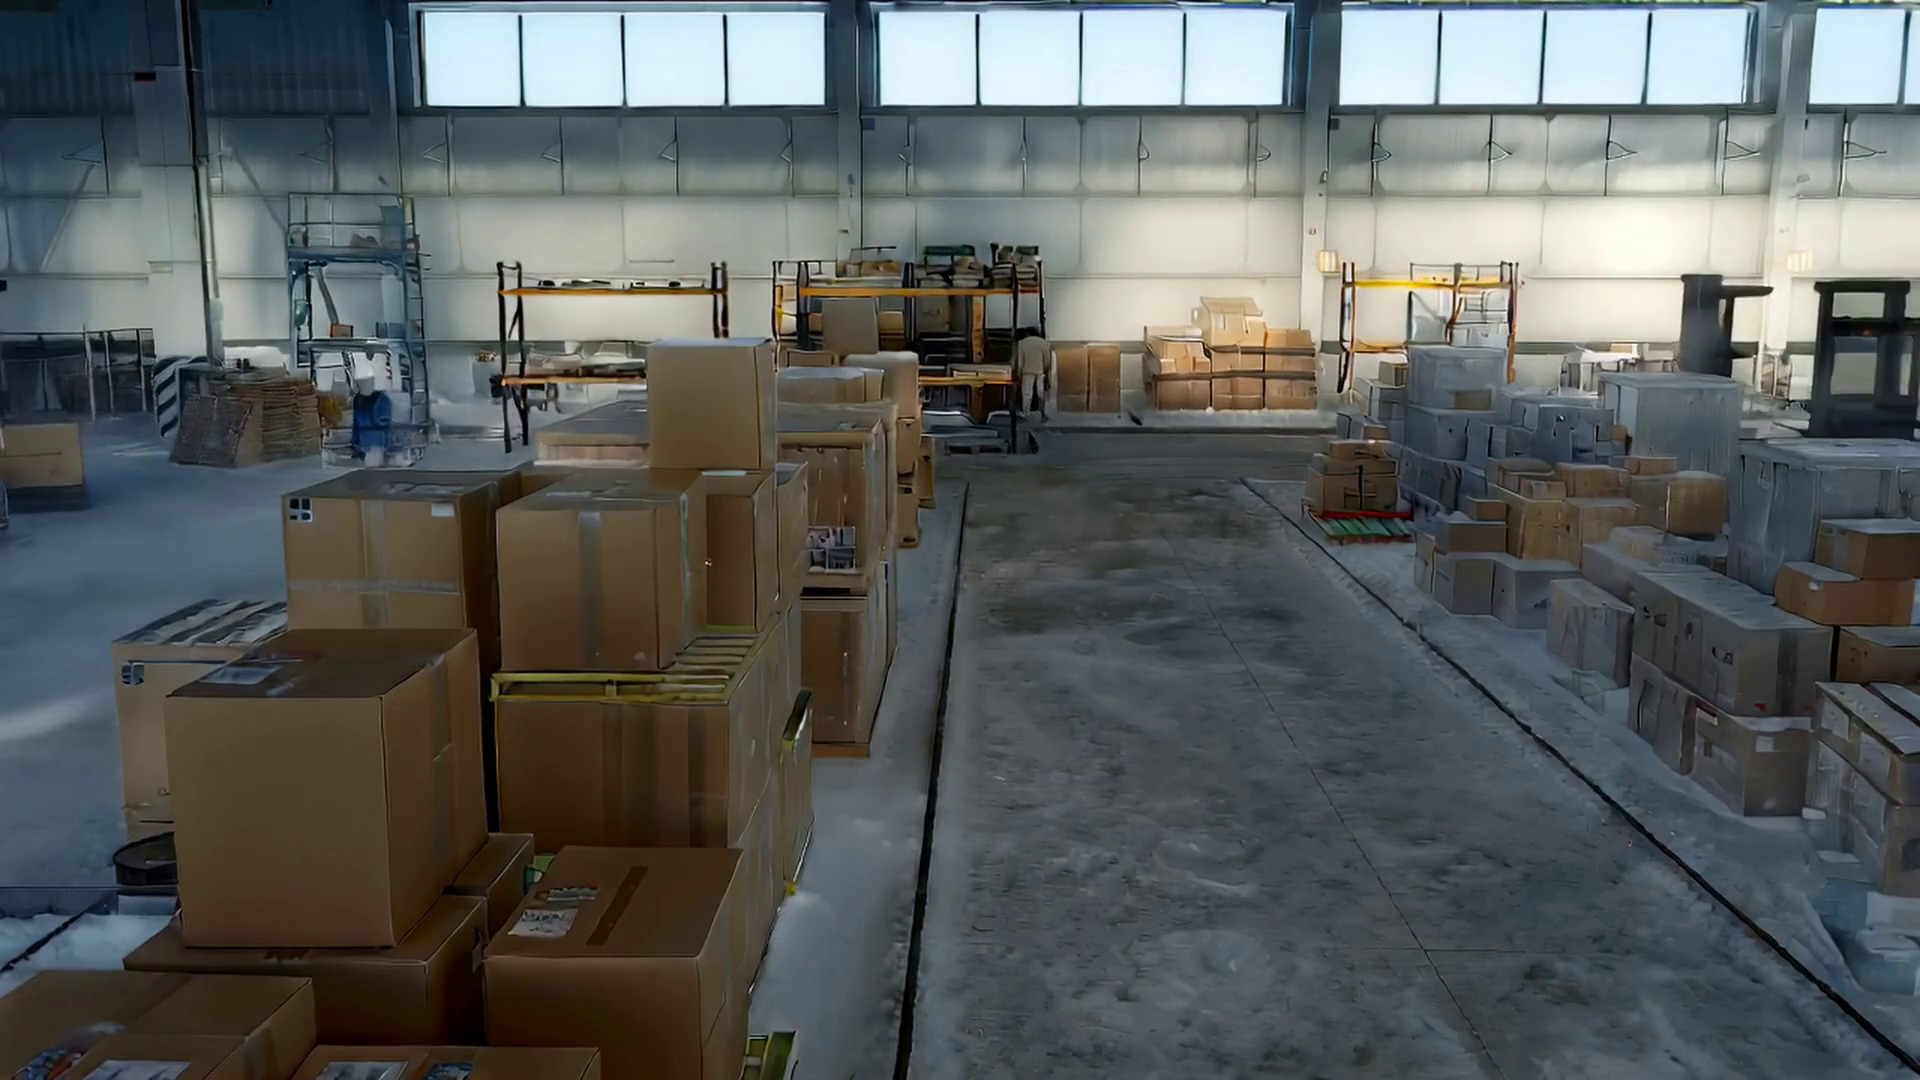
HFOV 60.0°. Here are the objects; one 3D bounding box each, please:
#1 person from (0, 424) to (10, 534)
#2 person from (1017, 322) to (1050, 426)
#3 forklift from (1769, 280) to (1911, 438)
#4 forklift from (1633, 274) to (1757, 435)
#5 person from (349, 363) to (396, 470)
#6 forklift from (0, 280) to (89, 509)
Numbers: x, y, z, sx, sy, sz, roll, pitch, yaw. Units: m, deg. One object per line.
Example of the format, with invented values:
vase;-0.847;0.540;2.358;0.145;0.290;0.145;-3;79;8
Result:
person;-10.901;-0.999;18.620;0.340;1.881;0.582;-3;10;-17
person;1.371;-3.080;30.928;0.628;1.932;0.361;-1;10;-7
forklift;10.319;-1.604;19.245;1.129;2.768;1.873;0;9;0
forklift;12.930;-3.275;29.250;1.873;2.768;1.129;0;9;1
person;-6.794;-1.125;19.364;0.562;1.895;1.002;5;11;28
forklift;-11.798;-1.774;20.261;1.873;2.768;1.129;-4;10;-25
